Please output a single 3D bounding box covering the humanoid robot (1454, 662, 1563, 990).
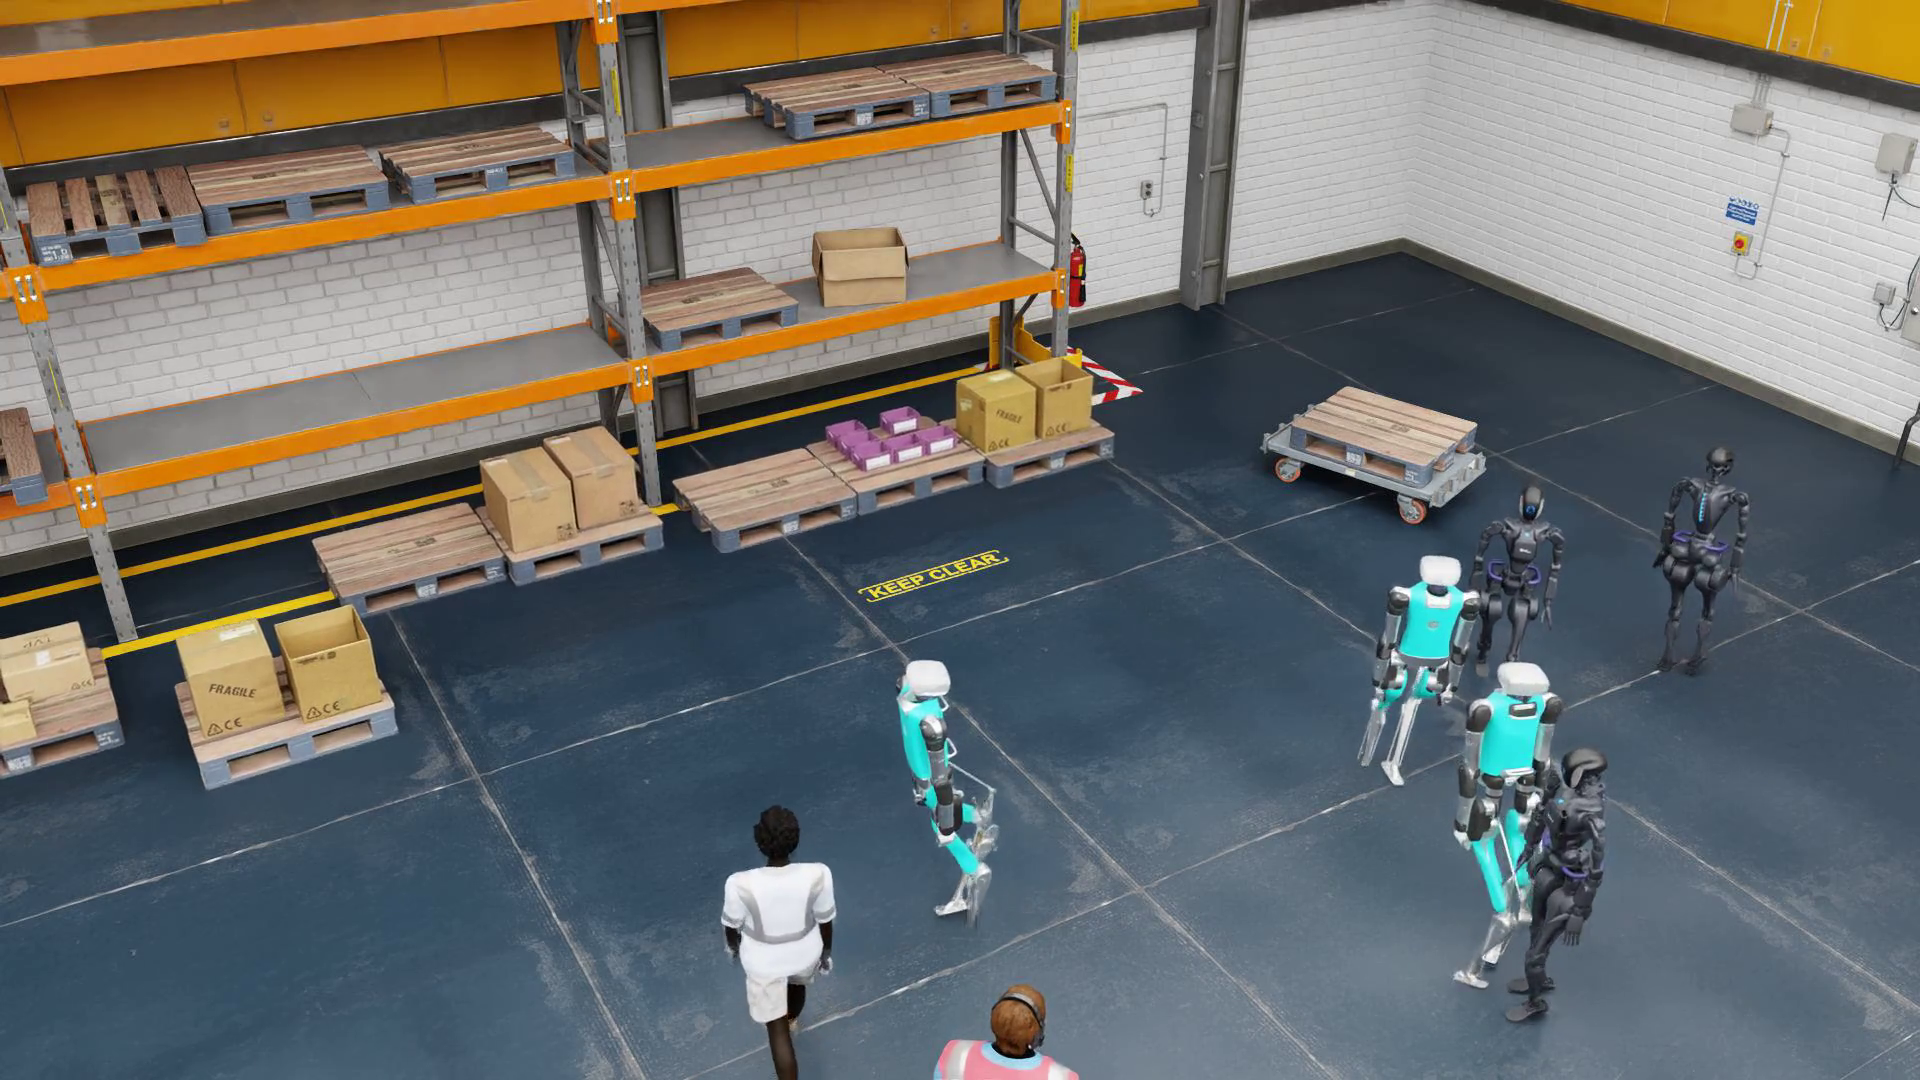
[{"bbox_3d":[2.915,1.573,8.706,0.579,1.783,0.802,-8,30,-13],"label":"humanoid robot"}]

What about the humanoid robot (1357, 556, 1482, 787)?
[{"bbox_3d":[2.755,0.798,10.156,0.544,1.855,0.800,3,30,5],"label":"humanoid robot"}]

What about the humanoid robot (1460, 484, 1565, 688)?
[{"bbox_3d":[3.636,0.343,10.991,0.592,1.633,0.781,6,30,10],"label":"humanoid robot"}]

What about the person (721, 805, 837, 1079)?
[{"bbox_3d":[-0.868,1.990,8.042,0.537,1.650,0.879,-10,31,-17],"label":"person"}]

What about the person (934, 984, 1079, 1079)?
[{"bbox_3d":[0.208,2.563,6.854,0.630,1.837,0.431,9,31,15],"label":"person"}]

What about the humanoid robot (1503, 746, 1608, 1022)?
[{"bbox_3d":[3.024,1.725,8.483,0.373,1.647,0.611,-6,30,-11],"label":"humanoid robot"}]

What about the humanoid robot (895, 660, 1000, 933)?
[{"bbox_3d":[0.020,1.432,9.055,0.720,1.890,0.541,-10,31,-17],"label":"humanoid robot"}]

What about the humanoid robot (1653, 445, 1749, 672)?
[{"bbox_3d":[5.016,0.144,11.296,0.592,1.646,0.403,25,38,37],"label":"humanoid robot"}]
